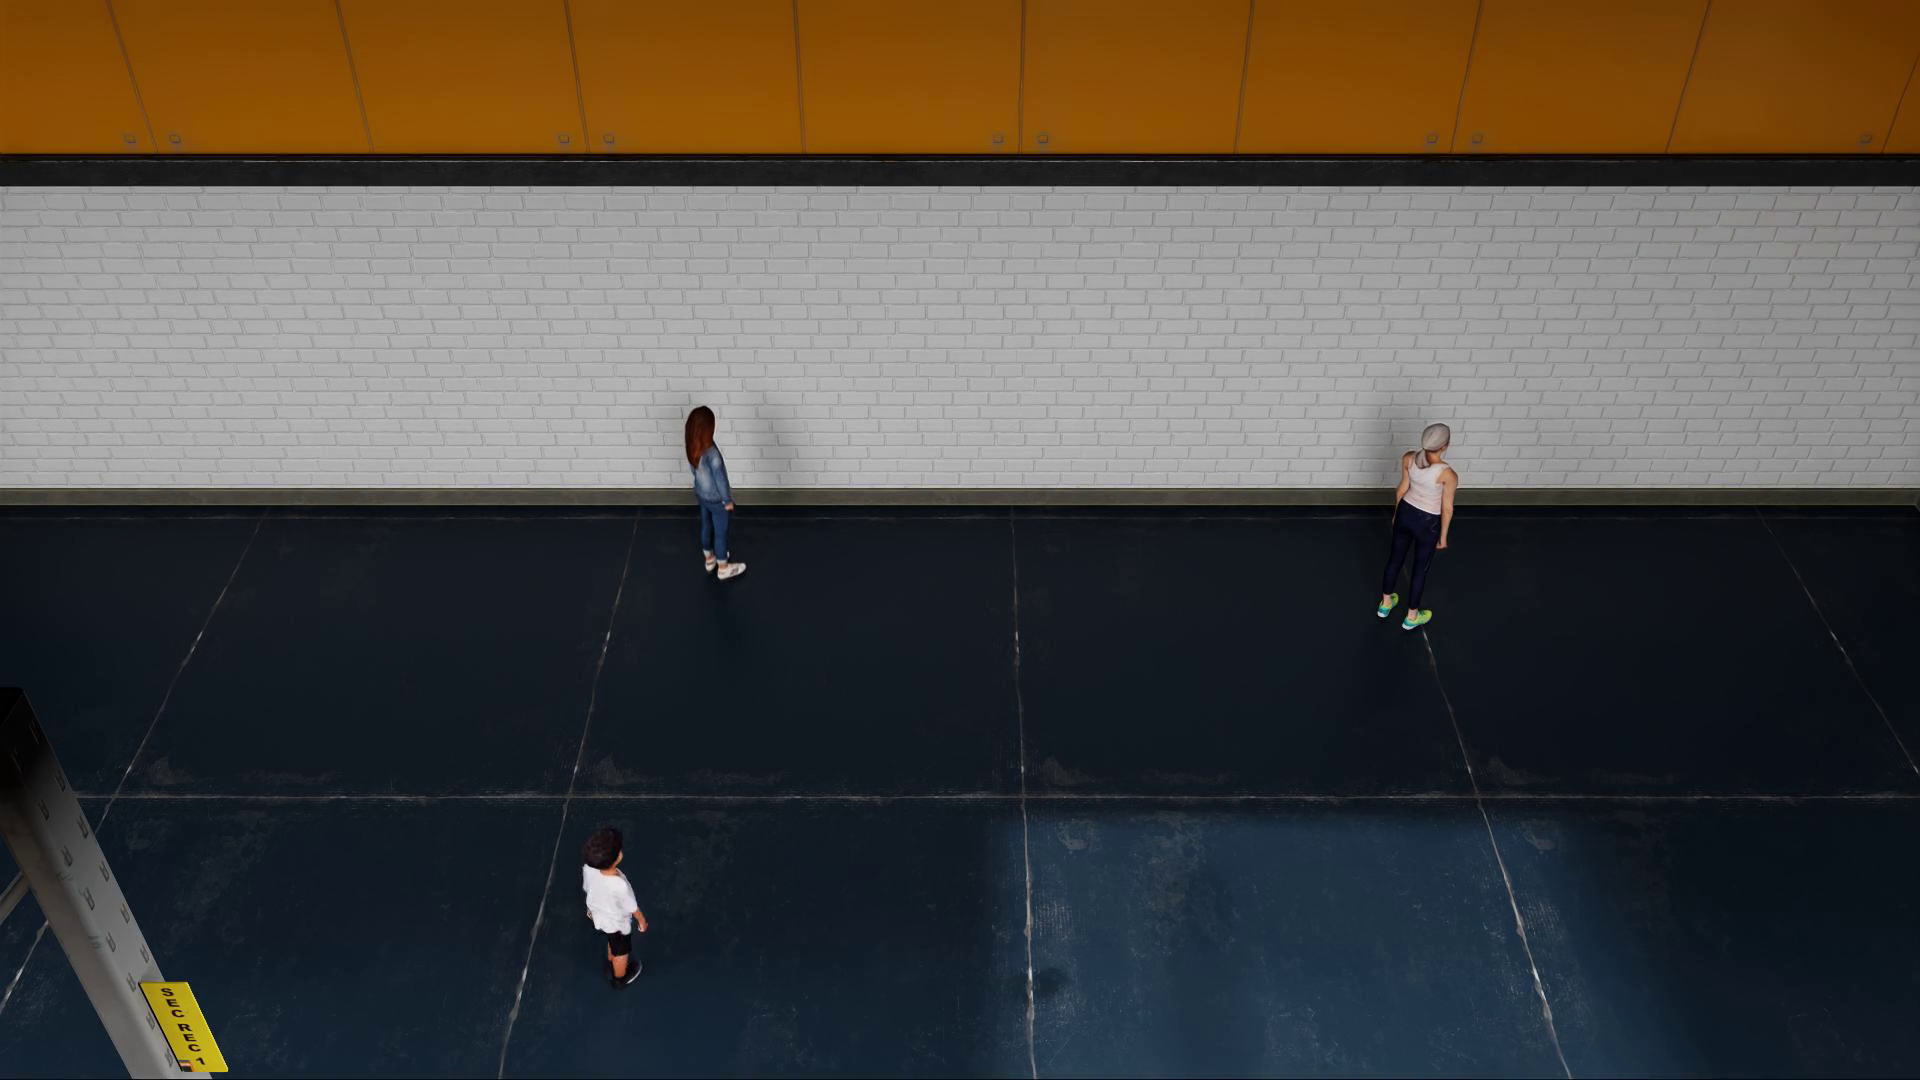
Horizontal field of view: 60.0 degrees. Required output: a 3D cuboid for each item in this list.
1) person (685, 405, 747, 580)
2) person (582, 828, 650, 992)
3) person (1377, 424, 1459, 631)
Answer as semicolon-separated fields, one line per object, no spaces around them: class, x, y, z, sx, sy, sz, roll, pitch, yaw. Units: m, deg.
person;-1.854;-0.345;12.332;0.713;1.477;0.635;-26;46;-29
person;-2.007;2.144;9.398;0.577;1.250;0.611;22;43;25
person;3.261;-0.109;11.856;0.673;1.702;0.731;32;48;33
